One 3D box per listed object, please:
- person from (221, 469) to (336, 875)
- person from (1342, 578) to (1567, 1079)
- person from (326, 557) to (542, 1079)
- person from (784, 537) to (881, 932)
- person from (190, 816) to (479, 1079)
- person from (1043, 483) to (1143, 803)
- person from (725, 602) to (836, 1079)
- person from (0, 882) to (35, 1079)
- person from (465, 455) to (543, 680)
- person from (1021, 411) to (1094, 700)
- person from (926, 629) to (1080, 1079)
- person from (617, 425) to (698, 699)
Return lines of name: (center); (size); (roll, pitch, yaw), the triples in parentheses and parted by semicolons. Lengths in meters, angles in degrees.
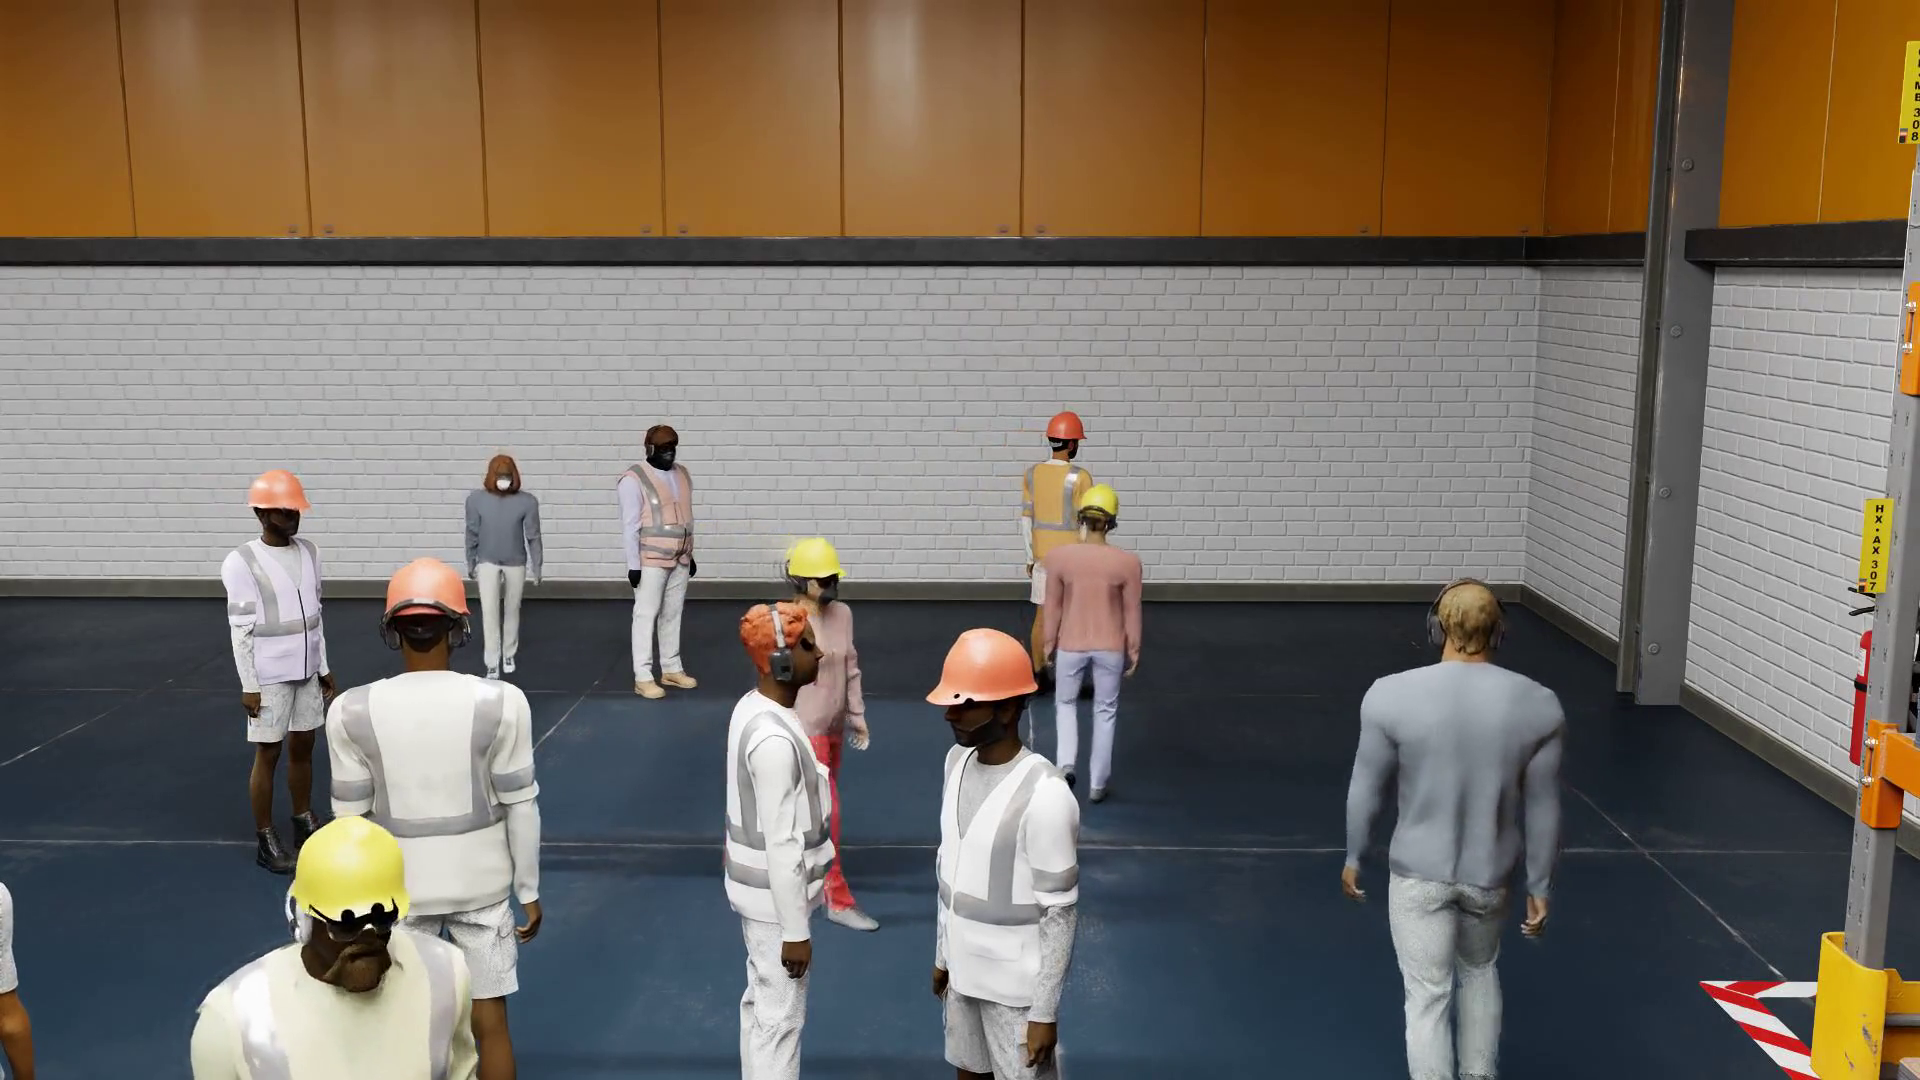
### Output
person: (-3.255, 0.624, 8.036); (0.350, 1.941, 0.538); (4, 10, 23)
person: (1.585, 1.072, 5.436); (0.651, 1.918, 0.642); (0, 9, 1)
person: (-1.593, 1.063, 5.123); (0.606, 2.037, 0.382); (-2, 10, -10)
person: (-0.701, 0.828, 7.414); (0.804, 1.739, 0.520); (6, 11, 30)
person: (-1.346, 1.436, 3.594); (0.597, 1.807, 0.701); (-7, 12, -36)
person: (0.701, 0.575, 8.862); (0.549, 1.752, 0.469); (2, 10, 10)
person: (-0.555, 1.122, 5.219); (0.355, 1.884, 0.575); (-2, 10, -14)
person: (-2.389, 1.362, 3.846); (0.518, 1.865, 0.328); (-3, 10, -16)
person: (-3.171, 0.202, 11.586); (0.519, 1.580, 0.877); (-3, 10, -17)
person: (0.682, 0.107, 11.140); (0.552, 1.935, 0.374); (7, 12, 38)
person: (0.083, 1.195, 4.621); (0.358, 1.936, 0.552); (-6, 11, -33)
person: (-2.013, 0.135, 11.270); (0.429, 1.839, 0.633); (6, 11, 33)
